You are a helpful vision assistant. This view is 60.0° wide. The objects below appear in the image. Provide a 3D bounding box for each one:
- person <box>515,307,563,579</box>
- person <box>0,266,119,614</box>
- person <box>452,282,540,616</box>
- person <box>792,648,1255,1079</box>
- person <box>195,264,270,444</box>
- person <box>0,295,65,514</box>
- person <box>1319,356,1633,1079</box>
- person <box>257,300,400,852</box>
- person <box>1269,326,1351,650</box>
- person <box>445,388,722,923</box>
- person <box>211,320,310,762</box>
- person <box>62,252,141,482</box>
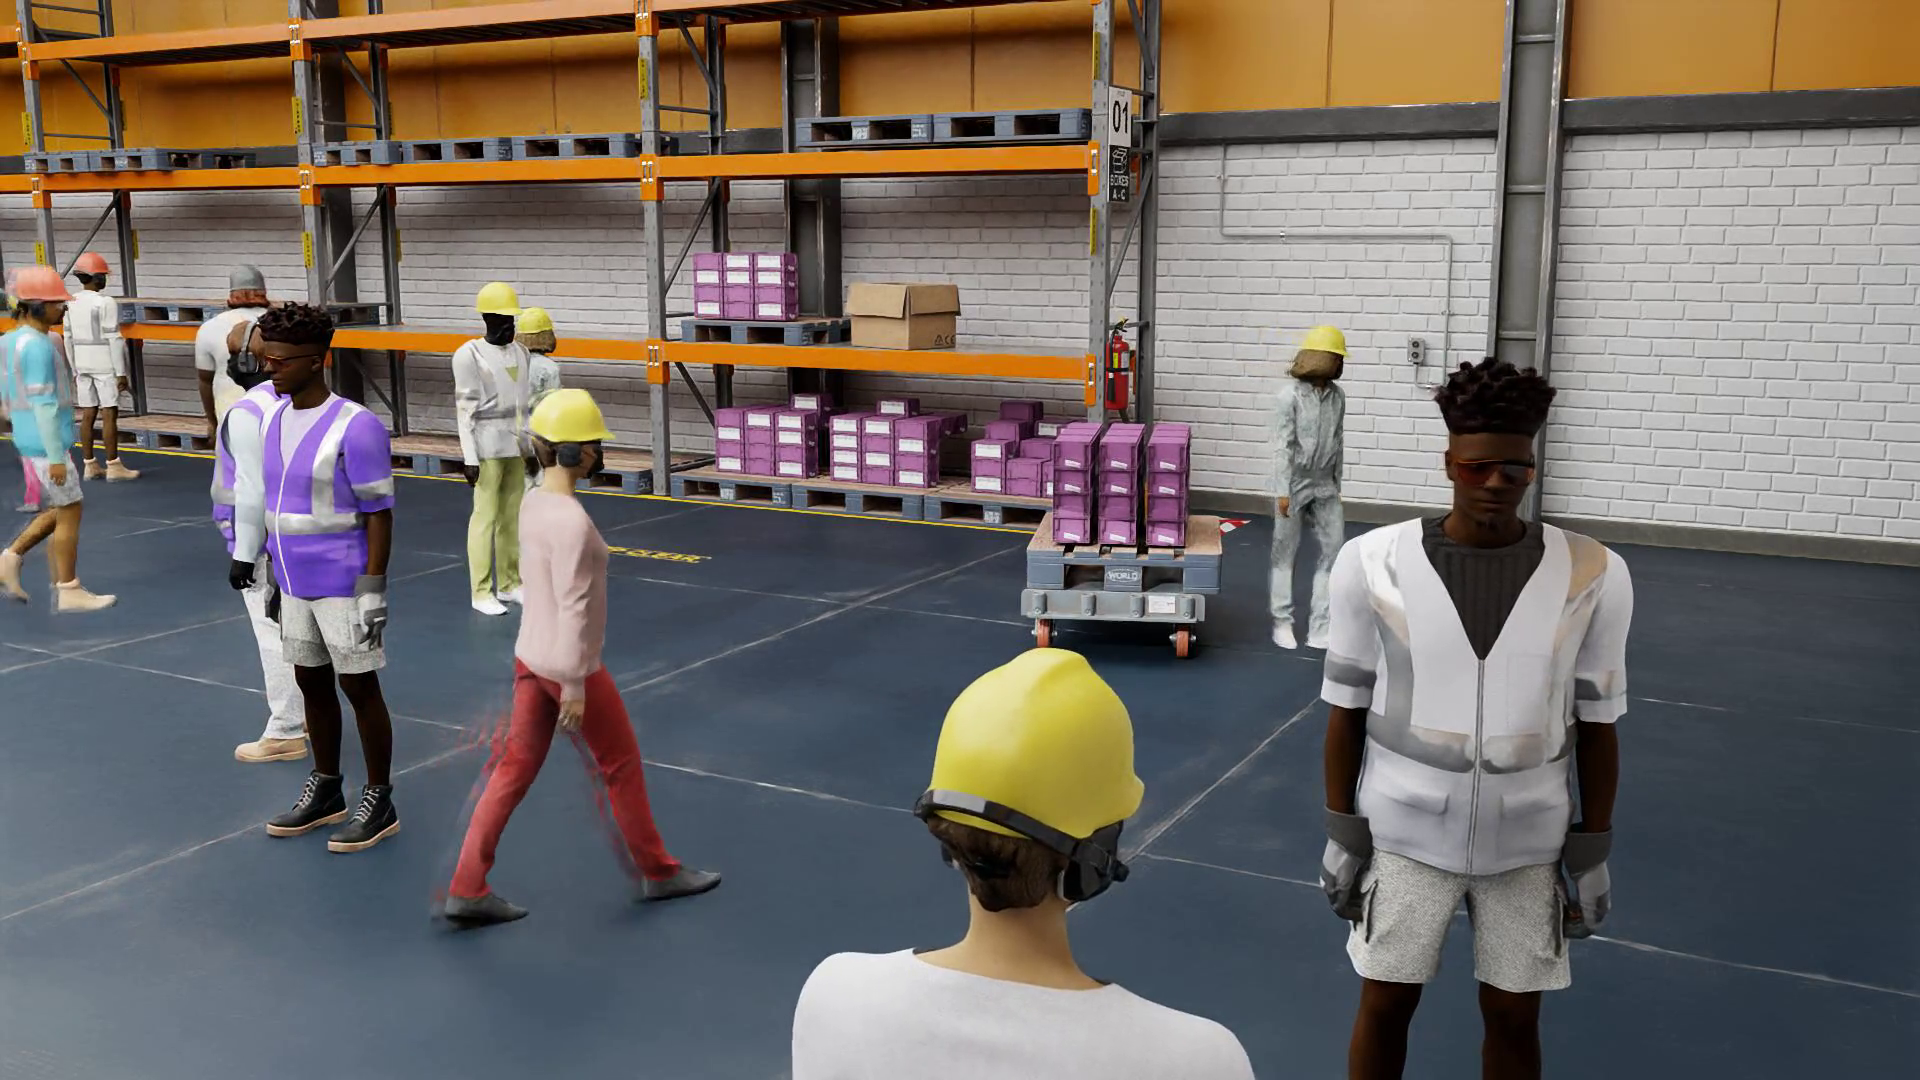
[{"bbox_3d":[-2.663,-0.601,10.577,0.487,1.746,0.290,7,12,32],"label":"person"},{"bbox_3d":[-5.292,-0.554,9.556,0.584,2.023,0.624,-7,12,-33],"label":"person"},{"bbox_3d":[-2.672,-0.534,9.713,0.384,1.925,0.593,5,11,25],"label":"person"},{"bbox_3d":[0.068,0.987,1.812,0.526,1.769,0.329,5,11,24],"label":"person"},{"bbox_3d":[-4.713,-0.852,11.141,0.699,2.000,0.584,-6,12,-28],"label":"person"},{"bbox_3d":[-7.353,-1.092,13.215,0.308,1.769,0.525,7,12,33],"label":"person"},{"bbox_3d":[1.042,0.598,3.437,0.602,1.957,0.385,2,11,11],"label":"person"},{"bbox_3d":[-2.275,0.133,5.945,0.612,1.964,0.364,6,12,30],"label":"person"},{"bbox_3d":[1.843,-0.260,8.782,0.562,1.723,0.486,-5,12,-28],"label":"person"},{"bbox_3d":[-1.257,0.376,5.295,0.893,1.720,0.535,-6,12,-32],"label":"person"},{"bbox_3d":[-2.896,0.005,6.988,0.429,1.845,0.621,0,10,2],"label":"person"},{"bbox_3d":[-7.718,-1.545,14.925,0.611,2.046,0.389,4,11,21],"label":"person"}]
